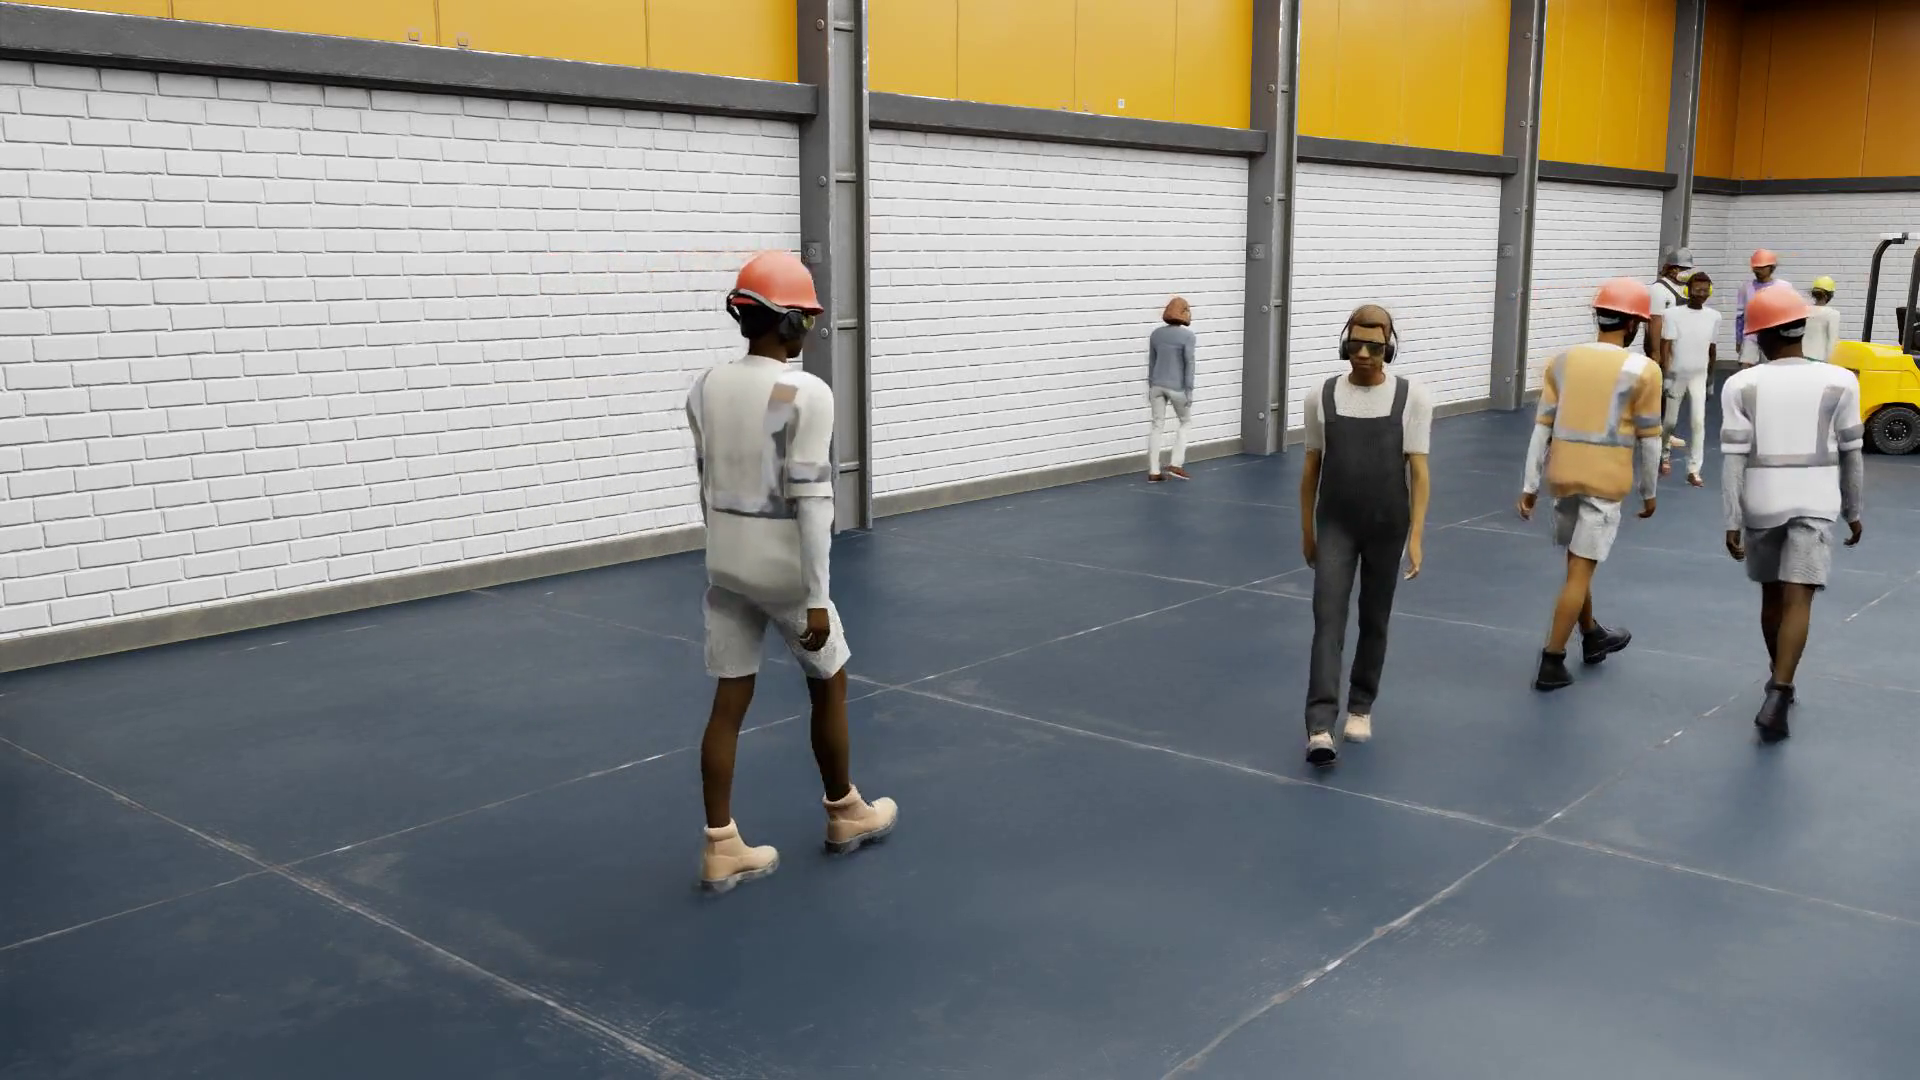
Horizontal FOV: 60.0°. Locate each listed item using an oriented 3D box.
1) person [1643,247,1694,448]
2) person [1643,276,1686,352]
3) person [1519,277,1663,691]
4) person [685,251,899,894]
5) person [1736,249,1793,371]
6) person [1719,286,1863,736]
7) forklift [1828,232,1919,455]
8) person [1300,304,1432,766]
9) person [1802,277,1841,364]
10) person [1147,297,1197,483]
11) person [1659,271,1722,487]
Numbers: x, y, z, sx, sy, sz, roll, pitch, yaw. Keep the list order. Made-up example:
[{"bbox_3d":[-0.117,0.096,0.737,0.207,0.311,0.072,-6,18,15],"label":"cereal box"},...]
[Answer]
[{"bbox_3d":[7.242,-1.945,16.878,0.684,2.000,0.535,-9,13,-41],"label":"person"},{"bbox_3d":[8.471,-2.395,19.880,0.649,1.887,0.421,8,13,37],"label":"person"},{"bbox_3d":[3.000,-0.265,7.753,0.934,1.888,0.562,-8,13,-38],"label":"person"},{"bbox_3d":[-0.549,0.085,5.406,0.635,2.004,0.927,8,12,37],"label":"person"},{"bbox_3d":[9.120,-2.297,18.965,0.596,2.010,0.625,8,13,38],"label":"person"},{"bbox_3d":[3.521,-0.132,7.087,0.571,1.874,1.008,5,11,27],"label":"person"},{"bbox_3d":[9.955,-1.972,16.595,2.313,2.155,1.214,1,10,8],"label":"forklift"},{"bbox_3d":[1.570,-0.010,6.537,0.505,1.795,0.948,3,10,17],"label":"person"},{"bbox_3d":[9.168,-1.961,17.872,0.900,1.727,0.528,-6,12,-32],"label":"person"},{"bbox_3d":[1.810,-1.297,14.437,0.503,1.596,0.465,8,13,39],"label":"person"},{"bbox_3d":[6.324,-1.415,14.470,0.488,1.833,0.891,2,10,11],"label":"person"}]
